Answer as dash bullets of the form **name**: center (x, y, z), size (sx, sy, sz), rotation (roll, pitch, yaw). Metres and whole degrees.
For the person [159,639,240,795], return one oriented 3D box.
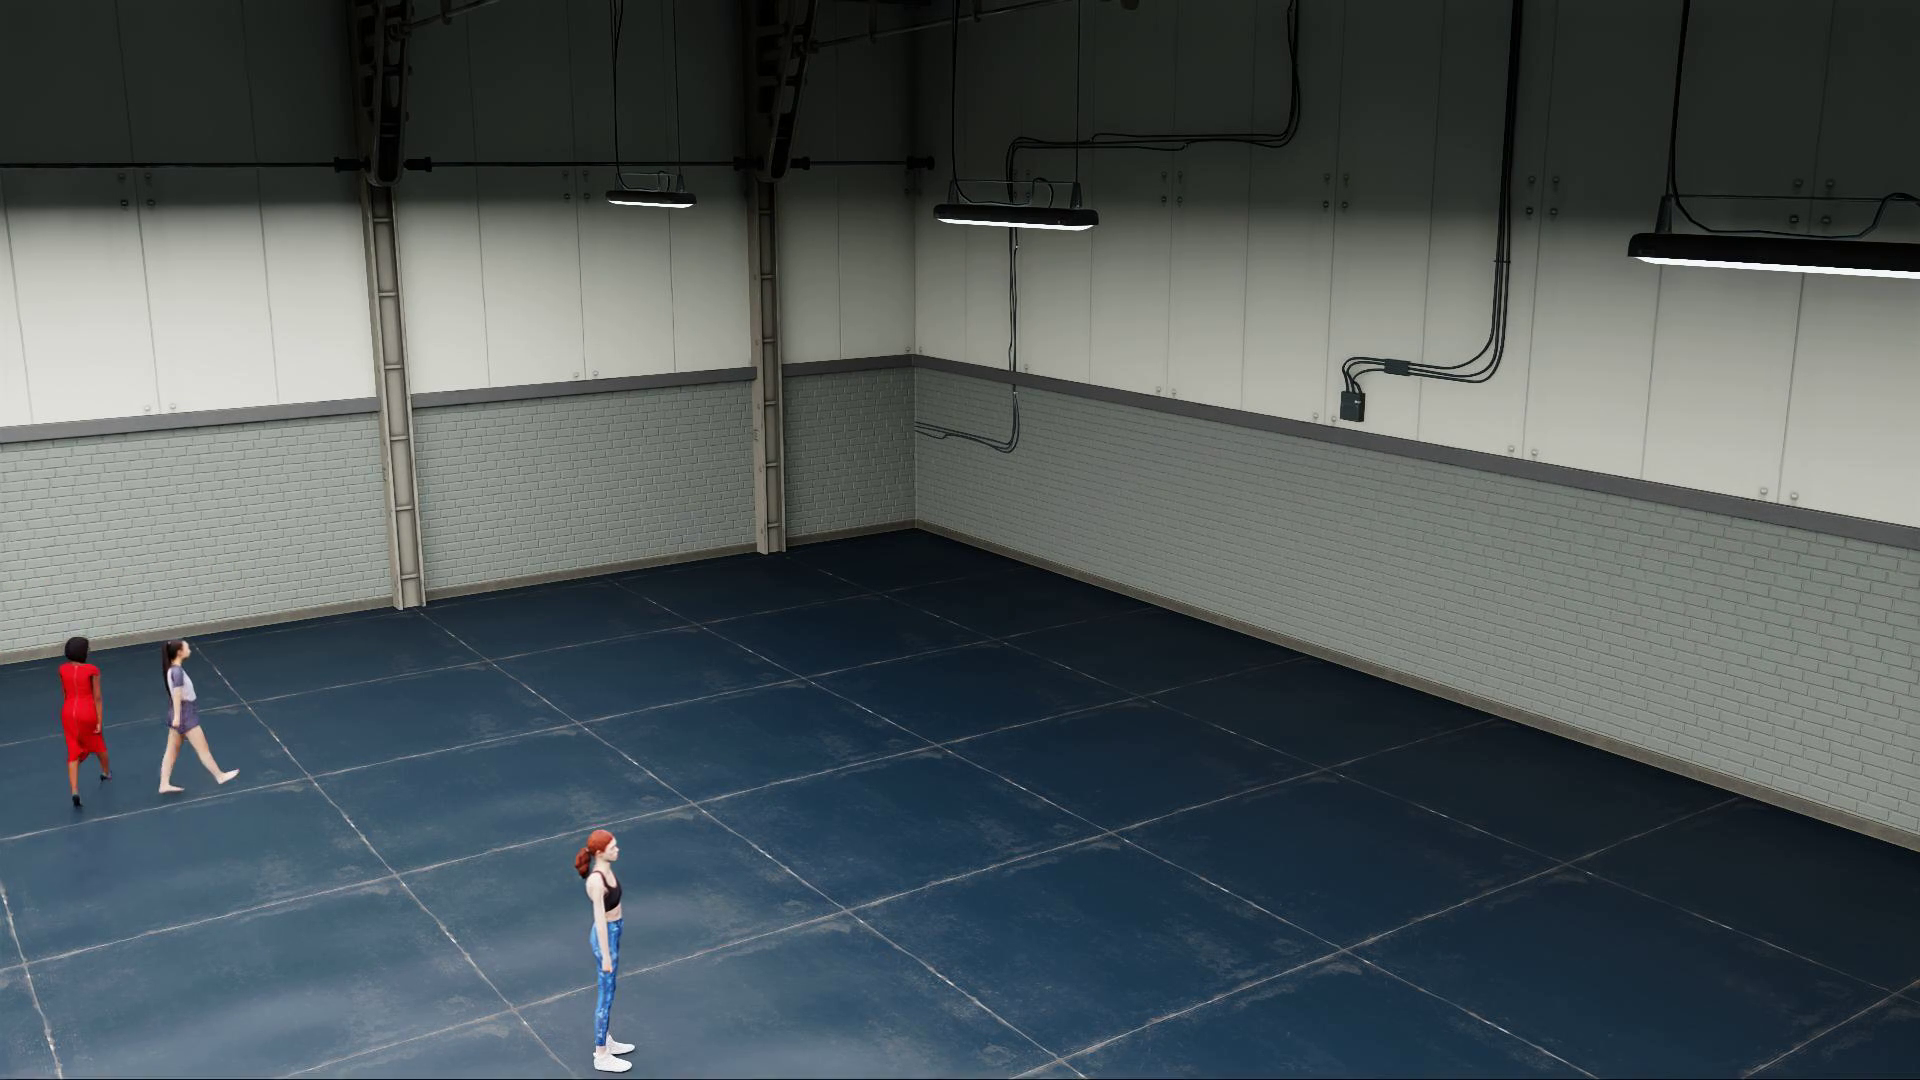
- **person**: center (-8.034, 1.838, 16.967), size (0.966, 1.613, 0.593), rotation (-9, 16, -33)

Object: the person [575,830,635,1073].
- **person**: center (-2.531, 2.916, 11.927), size (0.703, 1.785, 0.673), rotation (-1, 13, -6)

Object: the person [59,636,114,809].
- **person**: center (-8.846, 1.863, 16.681), size (1.138, 1.692, 0.994), rotation (-2, 13, -9)
